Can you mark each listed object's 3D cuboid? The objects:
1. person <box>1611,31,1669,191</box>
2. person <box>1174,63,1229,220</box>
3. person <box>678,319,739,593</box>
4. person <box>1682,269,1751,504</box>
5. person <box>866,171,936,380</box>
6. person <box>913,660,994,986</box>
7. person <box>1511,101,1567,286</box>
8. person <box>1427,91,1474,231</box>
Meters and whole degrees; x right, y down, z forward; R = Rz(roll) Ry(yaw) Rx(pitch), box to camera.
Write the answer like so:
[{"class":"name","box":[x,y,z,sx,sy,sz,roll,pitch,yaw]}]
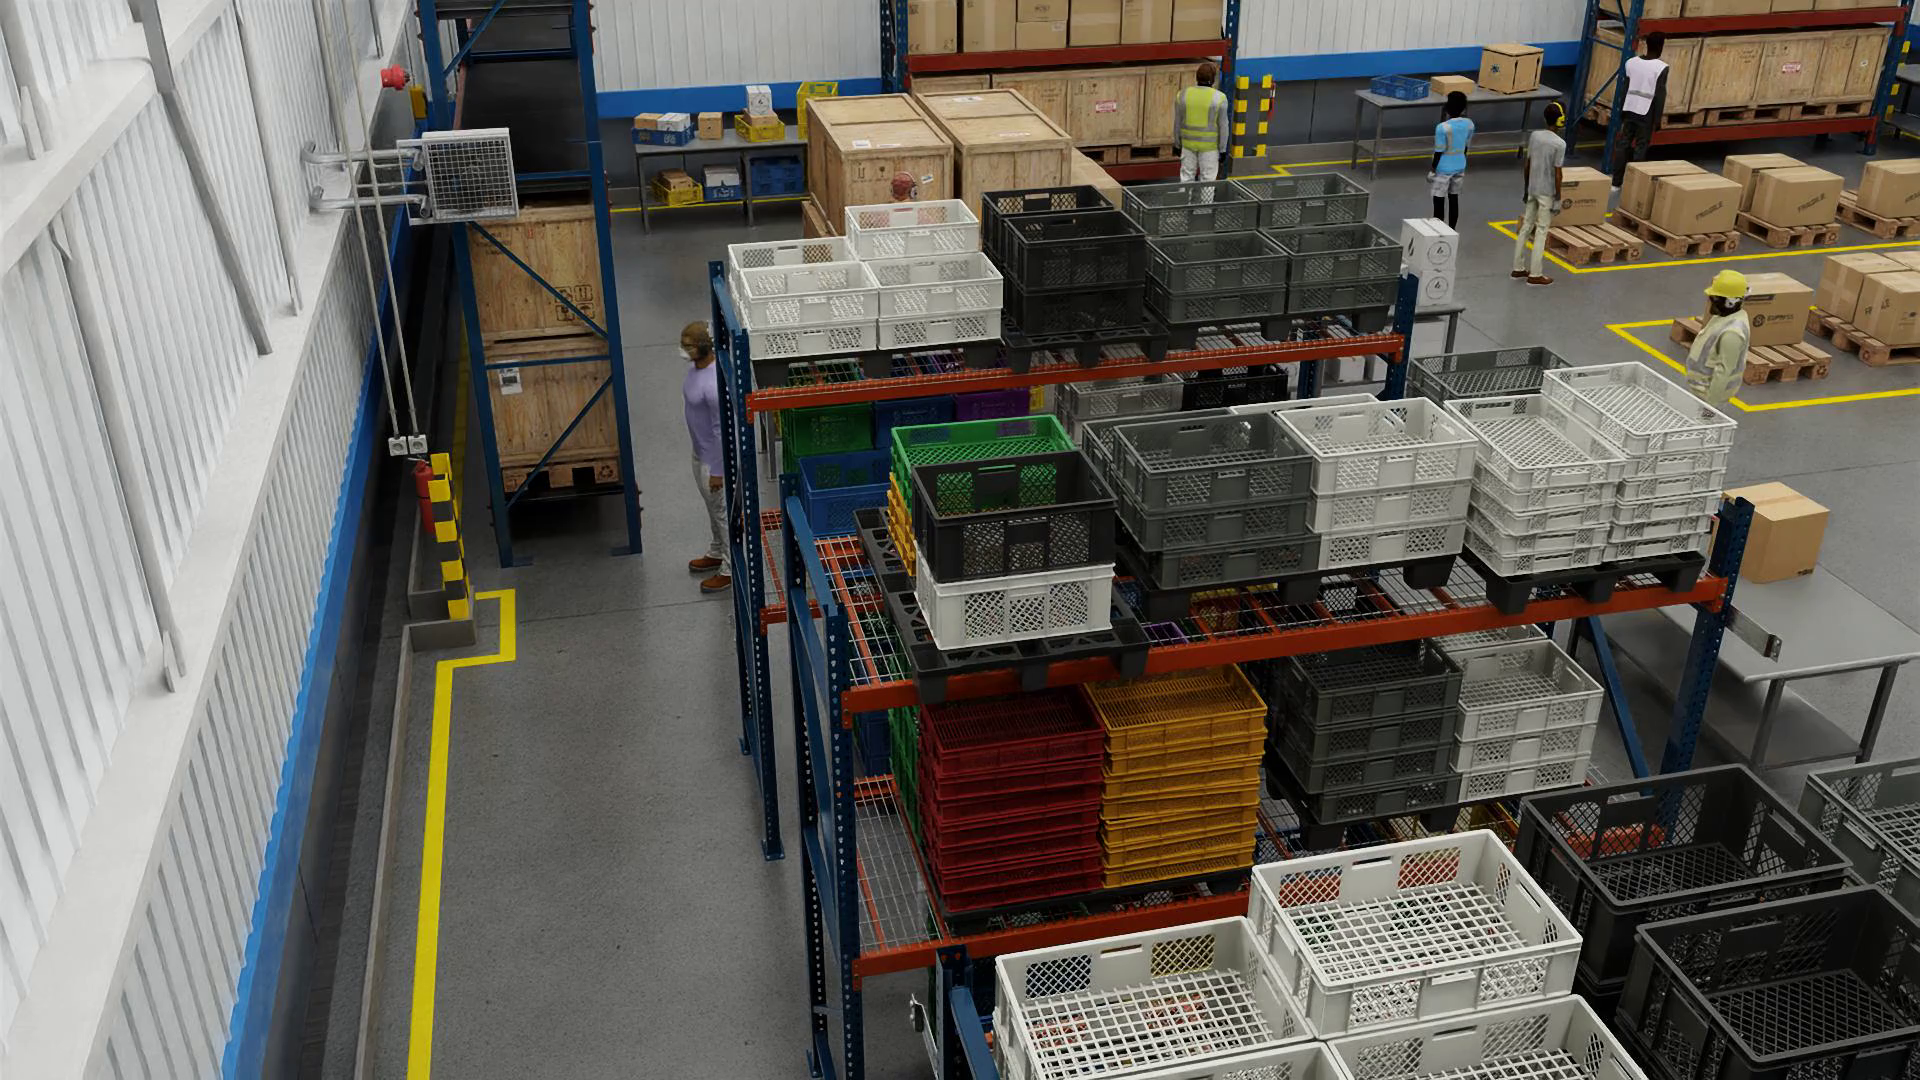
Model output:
[{"class":"person","box":[8.177,-5.129,19.994,0.390,1.920,0.587,-16,32,-28]},{"class":"person","box":[2.722,-4.449,18.786,0.634,1.841,0.429,13,31,24]},{"class":"person","box":[-1.701,-0.580,11.343,0.370,1.940,0.630,-10,29,-18]},{"class":"person","box":[5.670,-1.161,12.568,0.403,1.823,0.595,10,29,18]},{"class":"person","box":[-0.487,-2.300,14.656,0.634,1.900,0.398,8,29,15]},{"class":"person","box":[-0.046,1.304,7.822,0.355,1.887,0.574,-7,29,-14]},{"class":"person","box":[5.979,-3.554,17.052,0.327,1.876,0.516,-13,31,-23]},{"class":"person","box":[5.332,-4.054,18.186,0.535,1.700,0.318,-17,32,-29]}]
